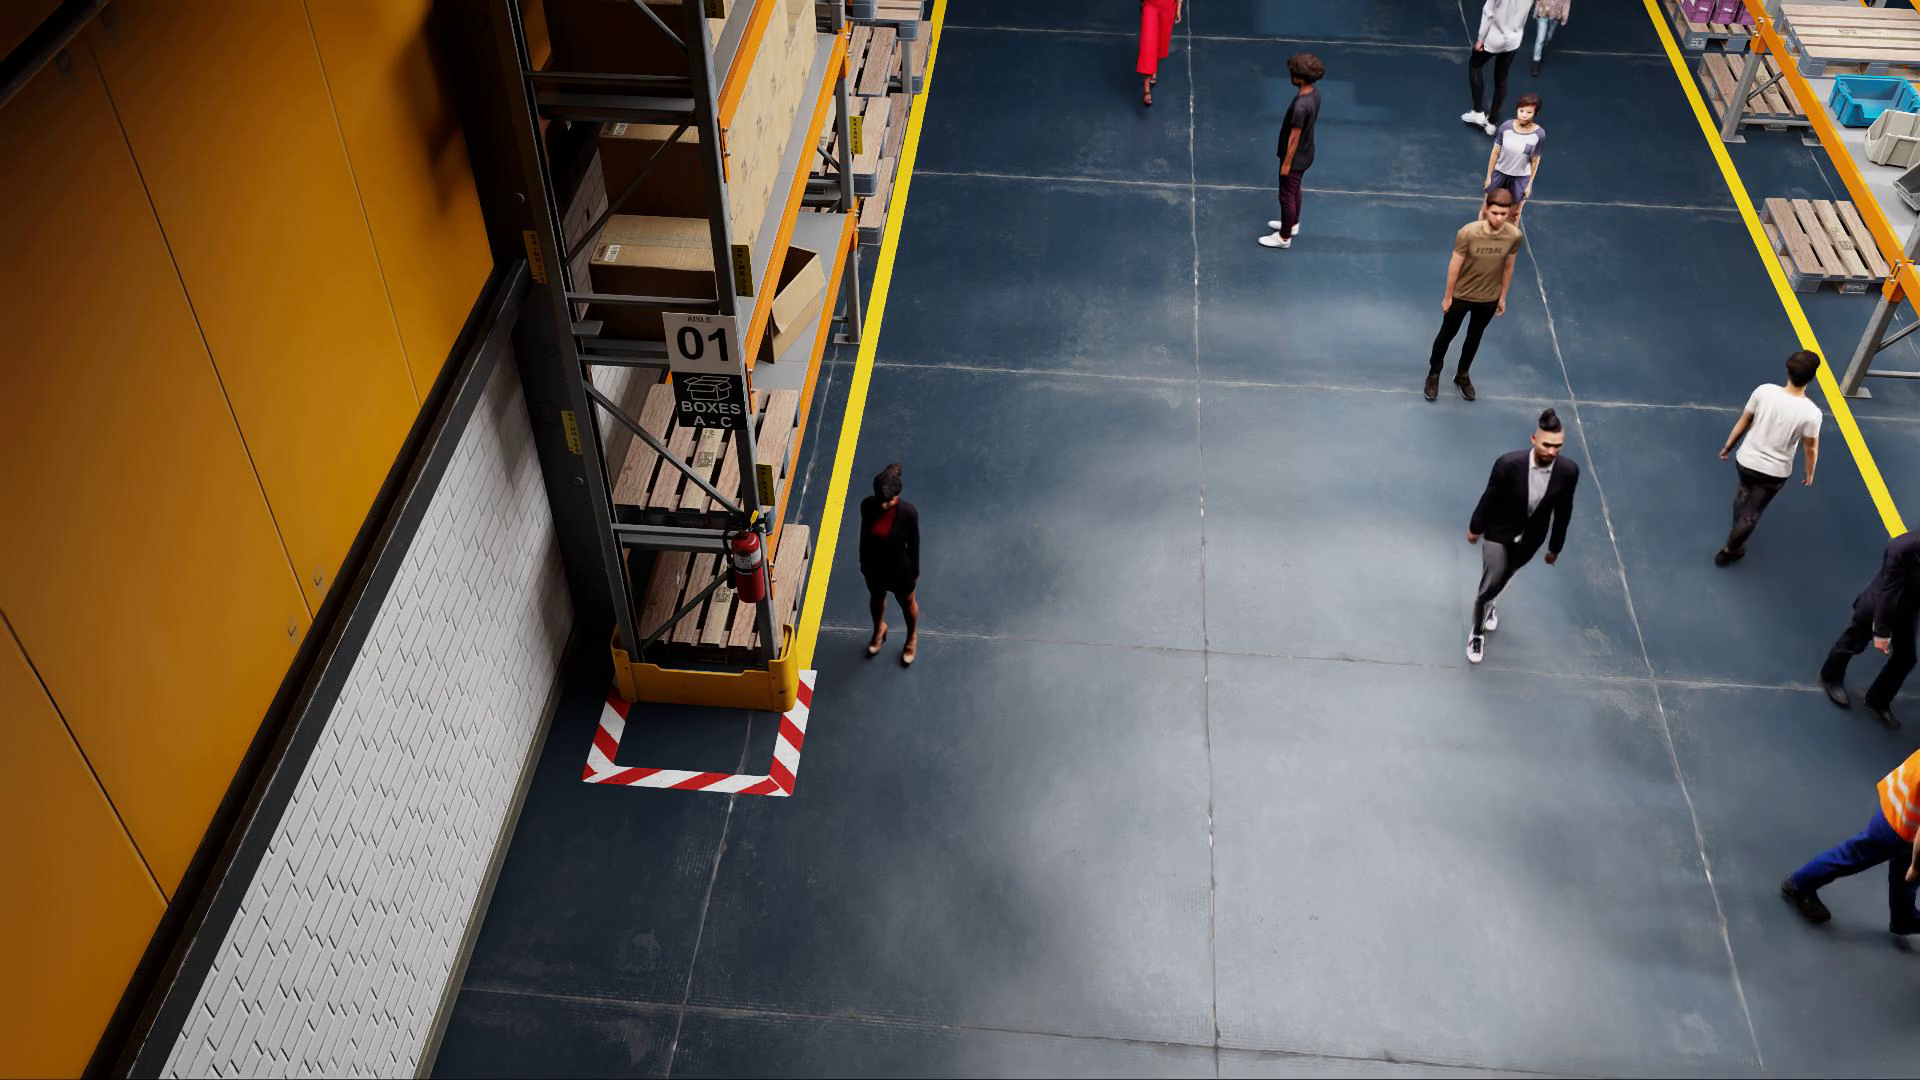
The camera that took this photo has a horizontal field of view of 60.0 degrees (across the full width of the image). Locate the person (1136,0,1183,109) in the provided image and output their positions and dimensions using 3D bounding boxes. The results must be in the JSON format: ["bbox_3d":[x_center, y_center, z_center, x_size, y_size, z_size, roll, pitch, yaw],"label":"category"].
[{"bbox_3d":[1.972,-5.240,16.440,0.633,1.745,1.153,0,44,0],"label":"person"}]

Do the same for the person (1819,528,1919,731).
[{"bbox_3d":[5.850,0.352,10.533,0.805,1.796,0.906,-10,45,-11],"label":"person"}]

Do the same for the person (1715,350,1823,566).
[{"bbox_3d":[5.534,-0.534,11.535,0.985,1.697,0.932,-30,51,-28],"label":"person"}]

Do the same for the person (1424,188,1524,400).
[{"bbox_3d":[3.984,-1.911,12.868,0.660,1.851,0.571,1,44,1],"label":"person"}]

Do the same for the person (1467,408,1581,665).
[{"bbox_3d":[3.655,-0.148,10.959,0.731,1.932,0.865,4,44,4],"label":"person"}]

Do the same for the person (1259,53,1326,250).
[{"bbox_3d":[2.932,-3.390,14.475,0.739,1.777,0.590,13,45,14],"label":"person"}]

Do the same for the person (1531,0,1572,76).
[{"bbox_3d":[6.049,-5.411,17.031,0.555,1.177,0.839,9,44,9],"label":"person"}]

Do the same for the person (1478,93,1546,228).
[{"bbox_3d":[4.764,-3.152,14.378,0.625,1.566,0.614,16,46,16],"label":"person"}]

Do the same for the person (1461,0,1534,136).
[{"bbox_3d":[5.187,-4.726,15.780,0.798,1.911,0.788,-11,45,-11],"label":"person"}]

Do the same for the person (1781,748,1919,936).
[{"bbox_3d":[5.177,1.527,9.271,1.224,1.835,1.249,28,50,27],"label":"person"}]

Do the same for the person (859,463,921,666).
[{"bbox_3d":[-0.460,0.182,10.827,0.643,1.637,0.679,15,46,15],"label":"person"}]
